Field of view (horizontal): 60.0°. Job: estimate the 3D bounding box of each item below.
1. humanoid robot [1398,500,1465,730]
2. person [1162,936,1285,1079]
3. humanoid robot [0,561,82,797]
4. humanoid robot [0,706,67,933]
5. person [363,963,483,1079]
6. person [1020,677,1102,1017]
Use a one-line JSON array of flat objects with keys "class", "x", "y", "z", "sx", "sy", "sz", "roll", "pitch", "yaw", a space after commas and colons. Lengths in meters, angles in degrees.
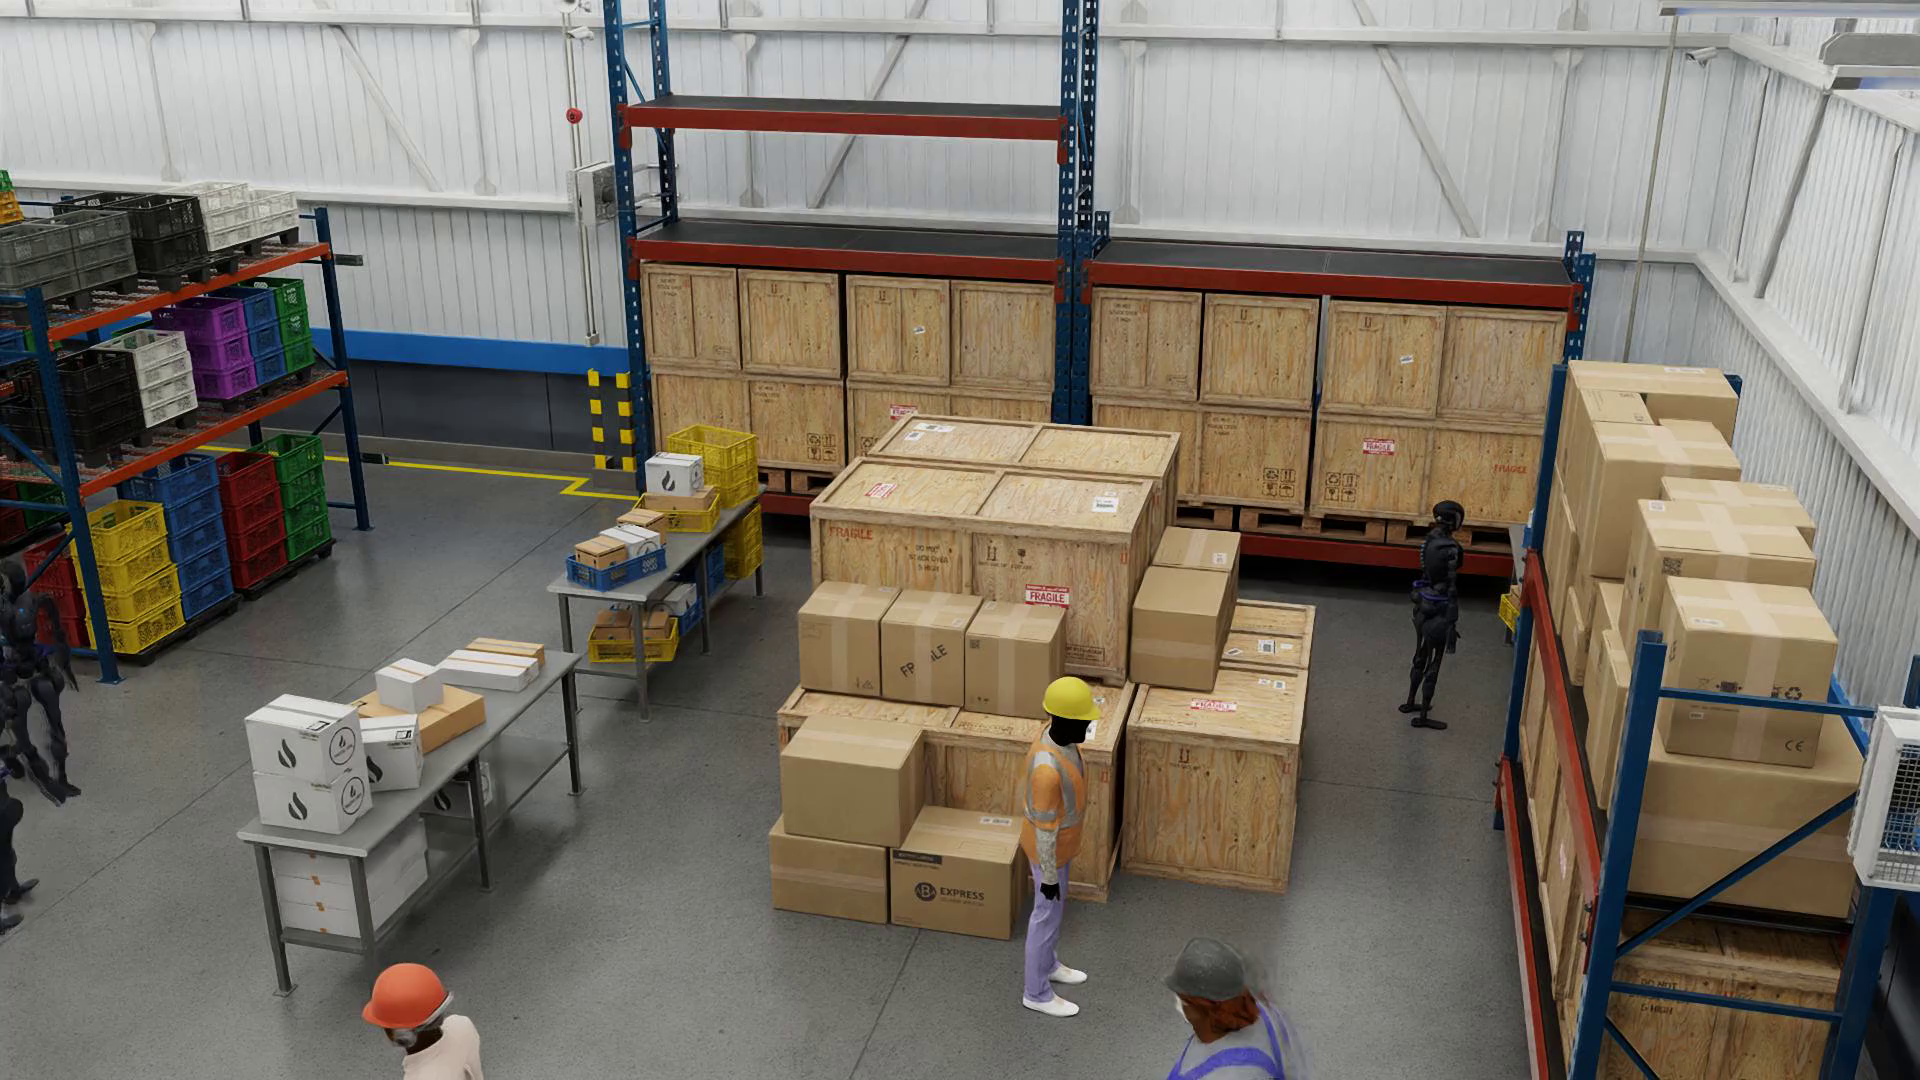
[{"class": "humanoid robot", "x": 3.361, "y": 0.504, "z": 11.735, "sx": 0.315, "sy": 1.657, "sz": 0.611, "roll": -2, "pitch": 21, "yaw": -4}, {"class": "person", "x": 1.069, "y": 2.389, "z": 6.317, "sx": 1.025, "sy": 2.000, "sz": 0.723, "roll": 8, "pitch": 22, "yaw": 19}, {"class": "humanoid robot", "x": -6.089, "y": 0.881, "z": 10.793, "sx": 0.541, "sy": 1.647, "sz": 0.618, "roll": 15, "pitch": 25, "yaw": 33}, {"class": "humanoid robot", "x": -5.460, "y": 1.410, "z": 9.399, "sx": 0.574, "sy": 1.635, "sz": 0.632, "roll": 6, "pitch": 22, "yaw": 16}, {"class": "person", "x": -1.939, "y": 2.444, "z": 6.239, "sx": 0.397, "sy": 1.989, "sz": 0.621, "roll": 0, "pitch": 21, "yaw": 0}, {"class": "person", "x": 0.516, "y": 1.575, "z": 8.623, "sx": 0.394, "sy": 1.920, "sz": 0.583, "roll": 4, "pitch": 21, "yaw": 10}]
